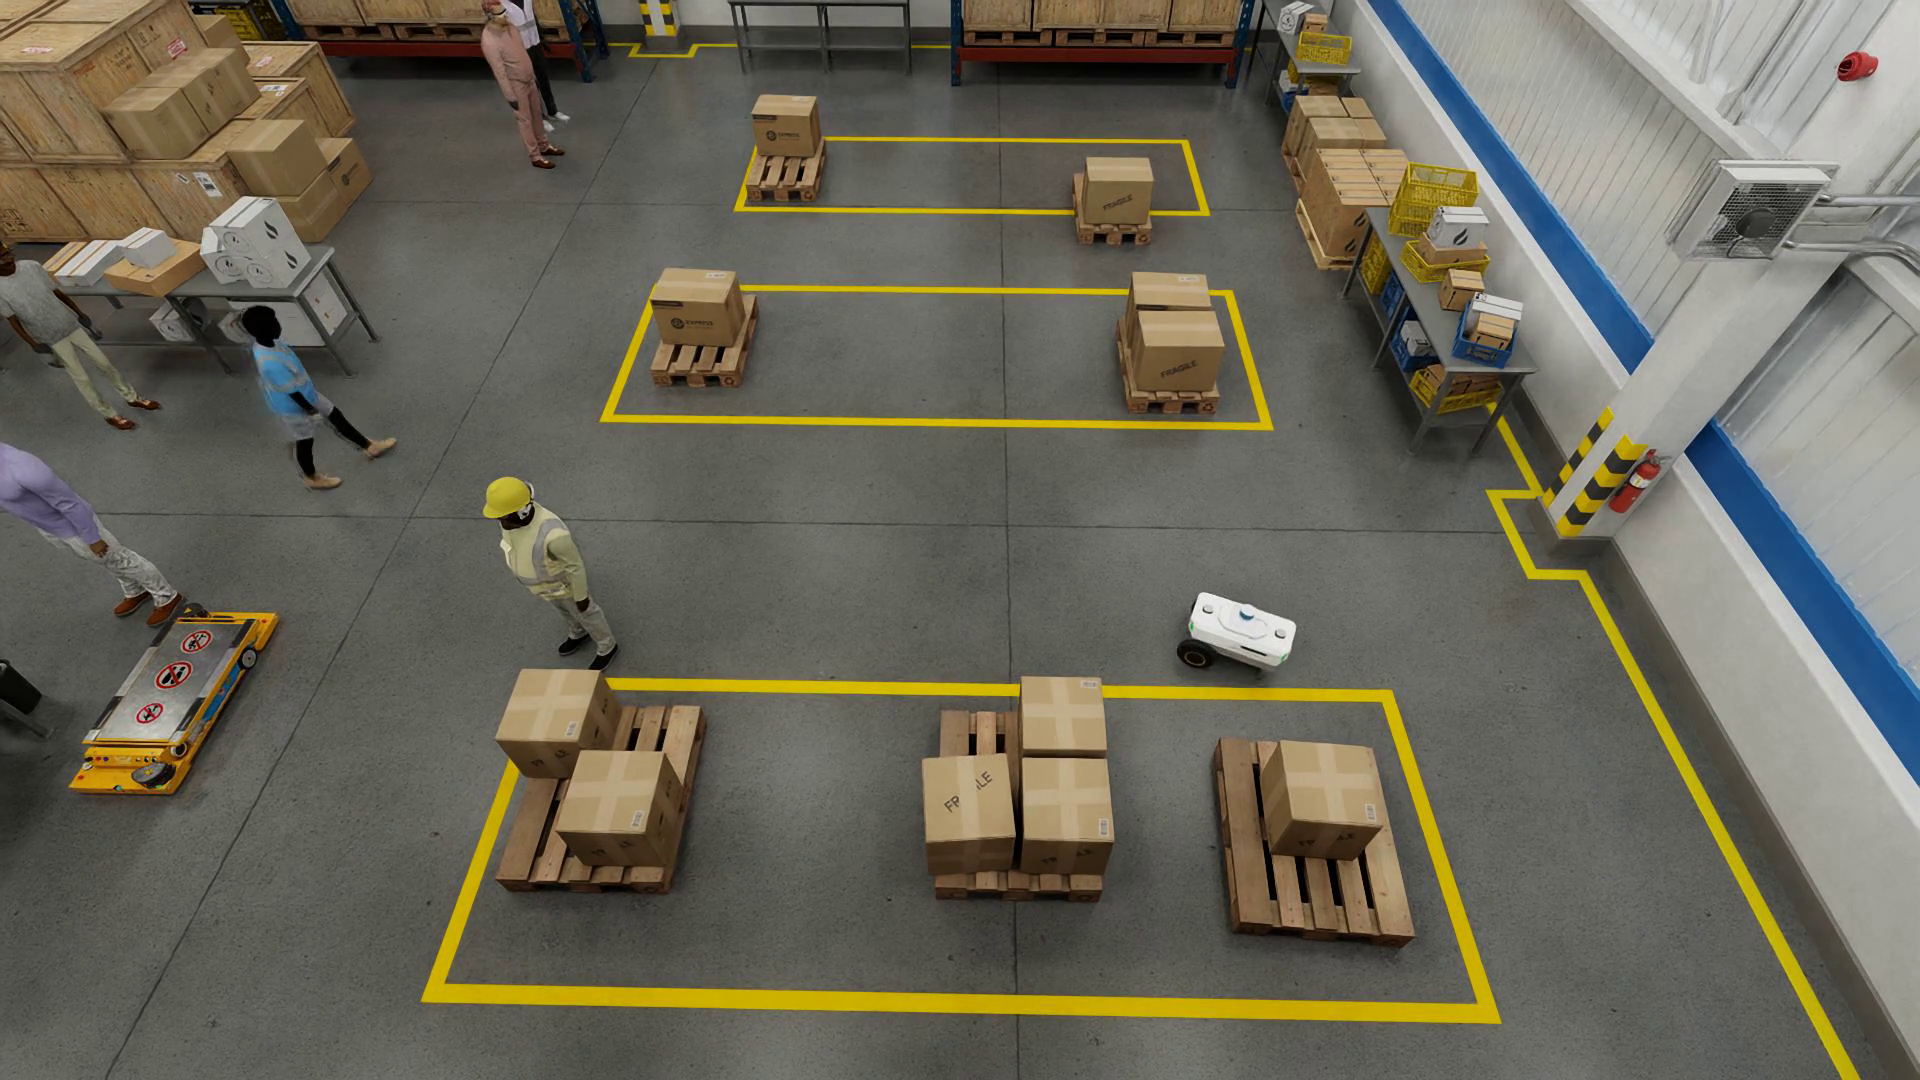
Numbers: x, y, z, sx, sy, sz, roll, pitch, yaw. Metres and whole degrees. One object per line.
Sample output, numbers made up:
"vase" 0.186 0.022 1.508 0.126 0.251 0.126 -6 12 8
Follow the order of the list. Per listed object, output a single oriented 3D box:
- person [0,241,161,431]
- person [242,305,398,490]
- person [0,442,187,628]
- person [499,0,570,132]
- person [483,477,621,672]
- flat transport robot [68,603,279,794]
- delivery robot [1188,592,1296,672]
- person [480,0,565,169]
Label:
"person" -7.642 -1.743 7.793 0.324 1.860 0.515 13 51 11
"person" -5.286 -1.161 7.428 0.836 1.639 0.615 -25 54 -20
"person" -6.191 -0.098 6.347 0.627 1.940 0.372 16 52 13
"person" -5.440 -6.187 11.515 0.371 1.915 0.597 19 52 16
"person" -2.723 0.245 6.125 0.599 1.832 0.404 27 55 21
"flat transport robot" -5.504 1.072 6.442 0.652 0.197 1.431 1 50 1
"delivery robot" 2.011 0.643 6.561 0.707 0.478 0.477 19 52 15
"person" -5.203 -5.388 10.853 0.402 1.901 0.647 7 50 6
